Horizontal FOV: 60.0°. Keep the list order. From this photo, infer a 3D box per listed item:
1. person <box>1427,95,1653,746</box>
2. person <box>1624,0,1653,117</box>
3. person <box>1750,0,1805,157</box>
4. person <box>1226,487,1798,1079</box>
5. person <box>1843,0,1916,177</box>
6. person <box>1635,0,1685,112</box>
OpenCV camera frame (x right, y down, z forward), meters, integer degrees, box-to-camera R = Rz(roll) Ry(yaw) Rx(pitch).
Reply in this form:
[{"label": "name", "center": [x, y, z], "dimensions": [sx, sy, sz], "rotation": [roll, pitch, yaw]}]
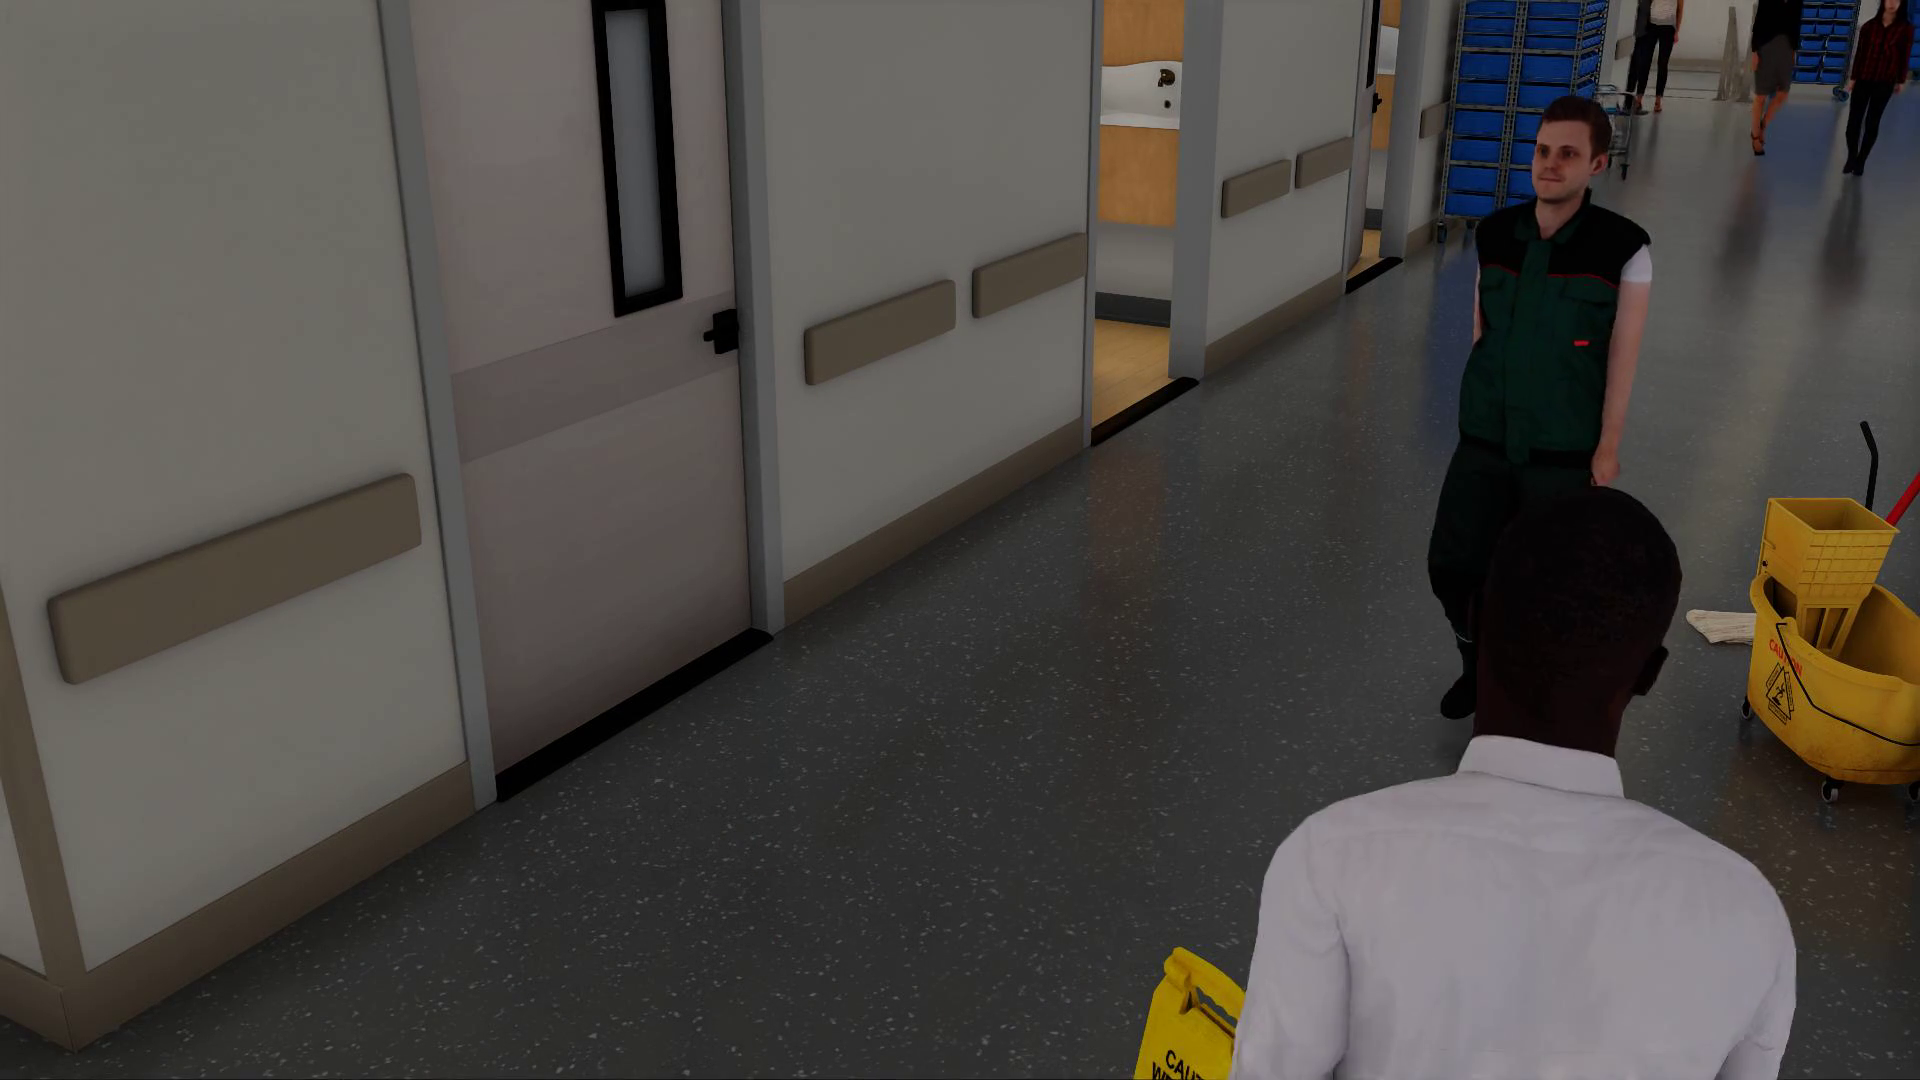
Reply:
[{"label": "person", "center": [1.609, -0.289, 4.576], "dimensions": [0.682, 1.834, 0.714], "rotation": [16, 26, 36]}, {"label": "person", "center": [7.696, -5.834, 19.185], "dimensions": [0.870, 1.860, 0.819], "rotation": [14, 25, 33]}, {"label": "person", "center": [7.844, -4.667, 16.147], "dimensions": [0.774, 1.829, 0.813], "rotation": [0, 21, 0]}, {"label": "person", "center": [0.412, 0.892, 1.537], "dimensions": [0.887, 1.782, 1.110], "rotation": [2, 21, 4]}, {"label": "person", "center": [8.241, -4.121, 14.963], "dimensions": [0.601, 1.646, 0.531], "rotation": [13, 24, 31]}, {"label": "person", "center": [8.336, -6.053, 19.811], "dimensions": [0.600, 1.826, 0.520], "rotation": [12, 24, 30]}]
